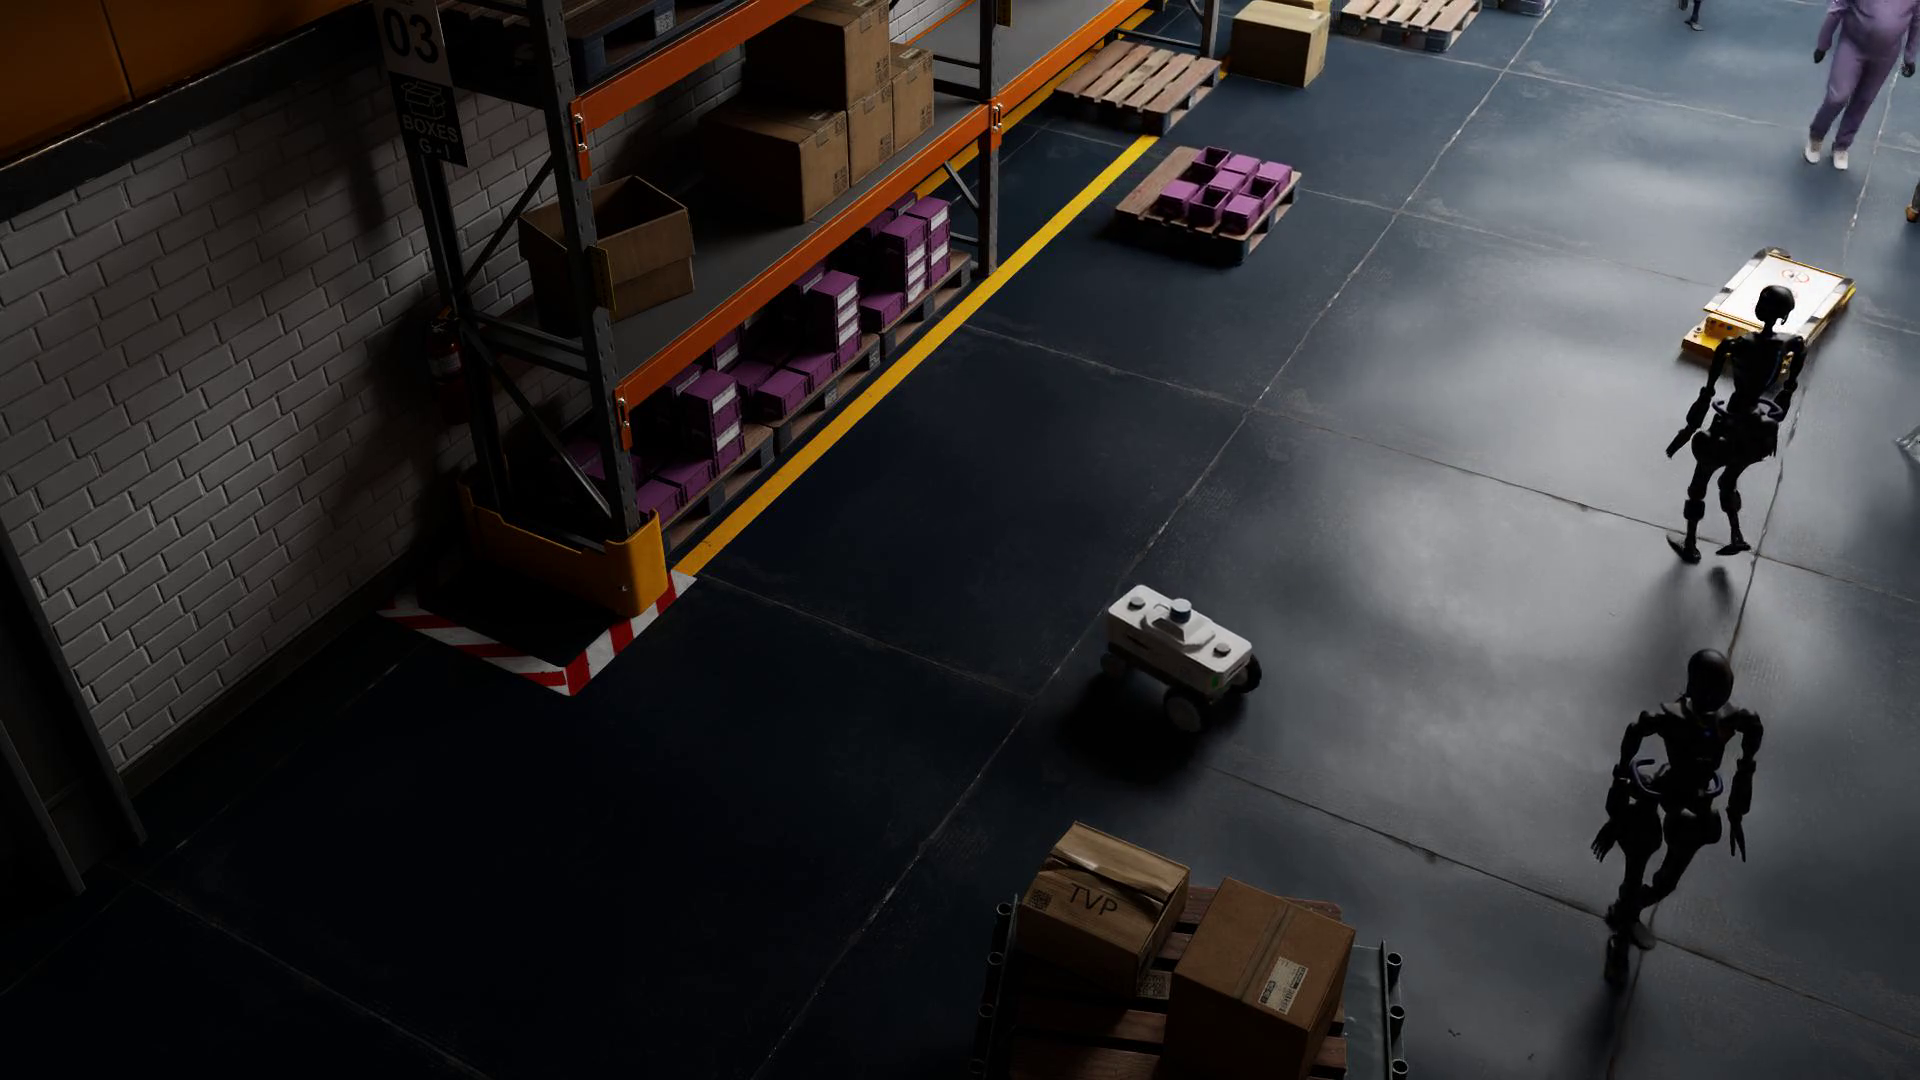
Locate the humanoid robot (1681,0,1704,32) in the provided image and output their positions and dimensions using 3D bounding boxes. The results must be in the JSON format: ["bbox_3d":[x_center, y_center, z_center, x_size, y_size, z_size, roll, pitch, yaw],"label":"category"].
[{"bbox_3d":[6.773,-5.481,14.955,0.610,1.632,0.597,-4,39,-5],"label":"humanoid robot"}]

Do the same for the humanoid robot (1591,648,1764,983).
[{"bbox_3d":[2.884,1.112,6.708,0.598,1.664,0.420,1,39,1],"label":"humanoid robot"}]

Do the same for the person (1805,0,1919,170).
[{"bbox_3d":[6.852,-3.700,12.553,0.685,1.887,0.431,5,39,7],"label":"person"}]

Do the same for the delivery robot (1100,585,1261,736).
[{"bbox_3d":[1.092,0.555,8.294,0.781,0.591,0.499,29,47,31],"label":"delivery robot"}]

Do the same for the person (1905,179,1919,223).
[{"bbox_3d":[7.241,-3.114,11.812,0.571,1.897,0.362,24,44,27],"label":"person"}]

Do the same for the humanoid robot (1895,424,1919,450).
[{"bbox_3d":[5.882,-1.171,9.515,0.533,1.780,0.810,-11,40,-13],"label":"humanoid robot"}]

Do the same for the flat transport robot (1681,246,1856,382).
[{"bbox_3d":[5.439,-1.530,11.132,0.659,0.231,1.431,28,46,30],"label":"flat transport robot"}]

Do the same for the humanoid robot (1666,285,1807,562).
[{"bbox_3d":[4.111,-0.545,8.778,0.607,1.644,0.465,-7,39,-8],"label":"humanoid robot"}]
